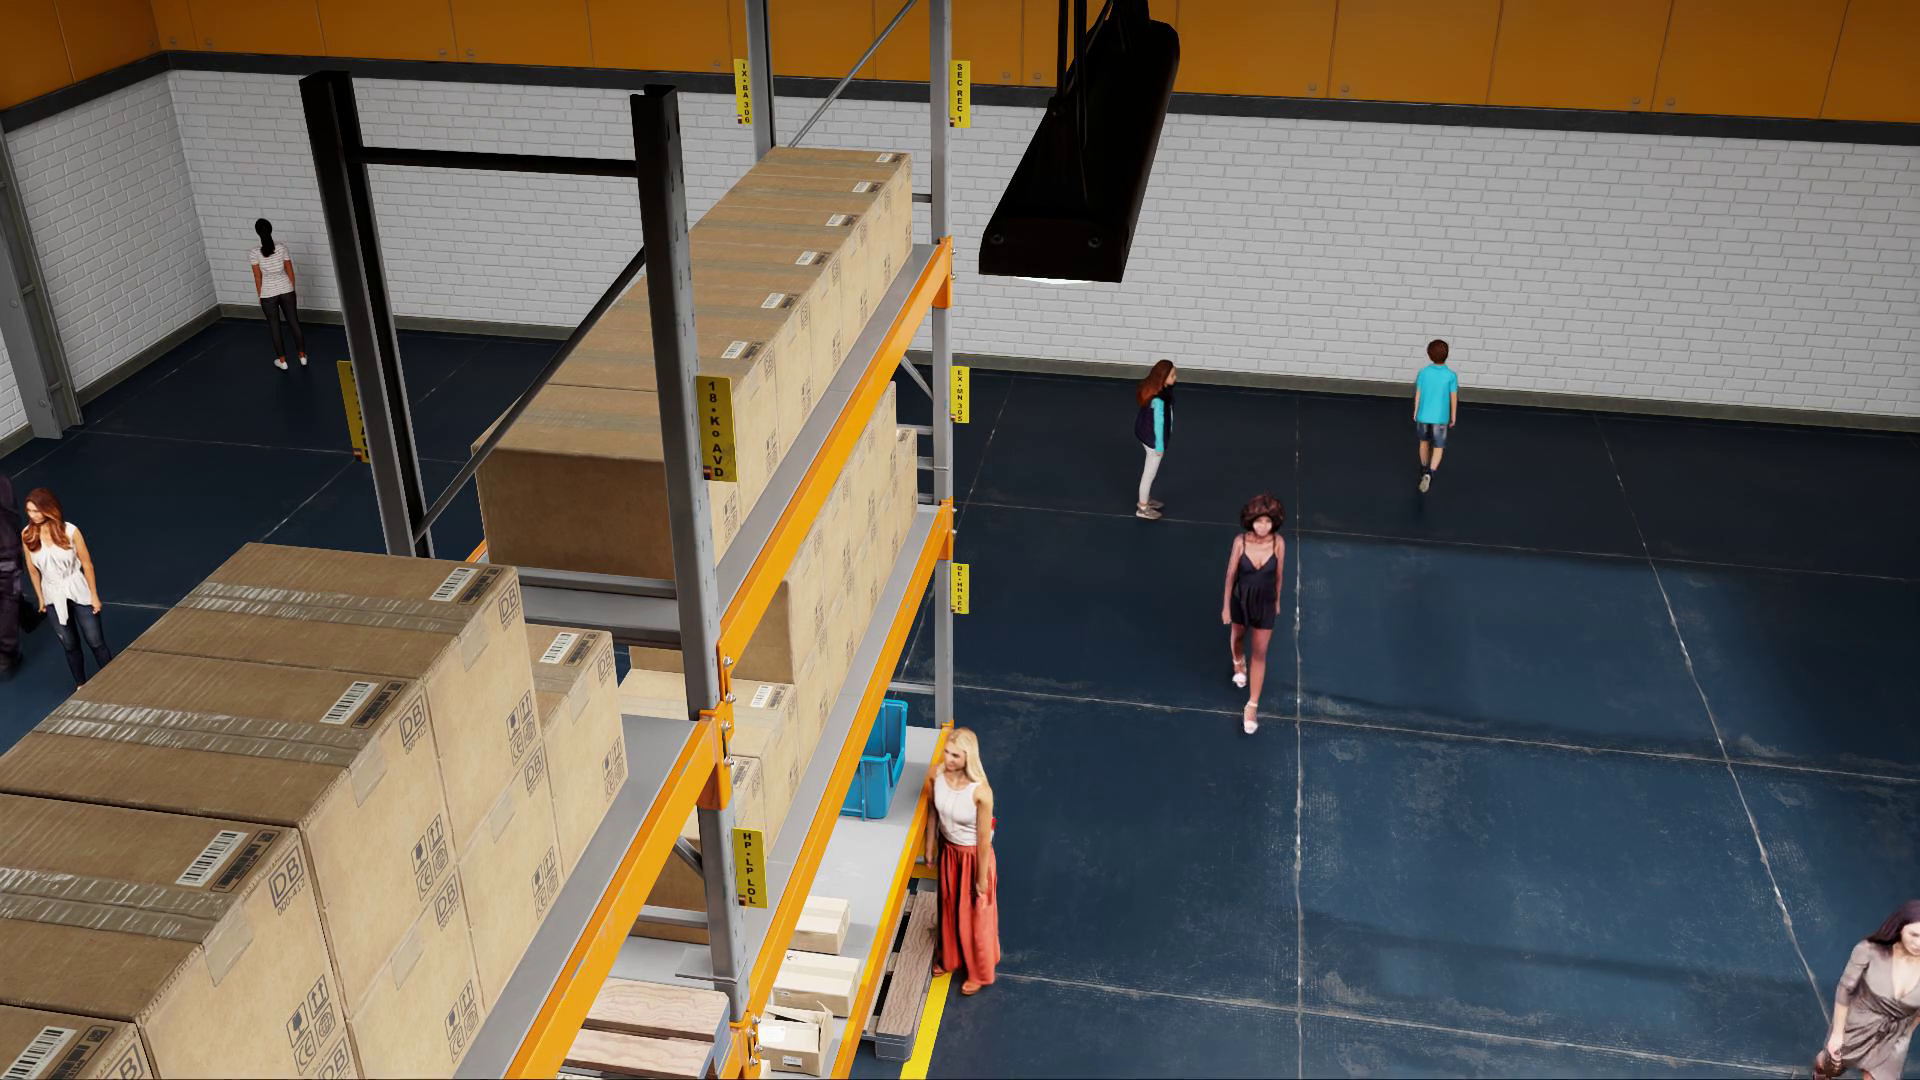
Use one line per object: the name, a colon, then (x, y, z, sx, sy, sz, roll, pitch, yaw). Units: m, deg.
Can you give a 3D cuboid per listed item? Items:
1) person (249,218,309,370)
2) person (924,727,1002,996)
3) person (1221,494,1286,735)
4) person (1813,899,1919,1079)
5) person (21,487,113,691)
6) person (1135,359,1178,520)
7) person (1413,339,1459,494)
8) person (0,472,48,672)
person: (-7.310, -2.645, 17.803, 0.653, 1.646, 0.717, -19, 34, -31)
person: (0.028, 1.810, 9.475, 0.719, 1.800, 0.745, 22, 35, 34)
person: (2.101, 0.449, 12.038, 0.627, 1.735, 1.114, 3, 29, 6)
person: (4.577, 2.445, 8.400, 0.724, 1.715, 1.118, 10, 30, 18)
person: (-6.446, 0.414, 12.051, 0.636, 1.784, 0.610, -3, 29, -5)
person: (1.728, -0.916, 14.794, 0.613, 1.493, 0.493, 5, 29, 8)
person: (4.331, -1.124, 15.246, 0.671, 1.424, 0.952, 12, 31, 21)
person: (-7.299, 0.102, 12.540, 0.810, 1.864, 1.248, 0, 29, -1)
